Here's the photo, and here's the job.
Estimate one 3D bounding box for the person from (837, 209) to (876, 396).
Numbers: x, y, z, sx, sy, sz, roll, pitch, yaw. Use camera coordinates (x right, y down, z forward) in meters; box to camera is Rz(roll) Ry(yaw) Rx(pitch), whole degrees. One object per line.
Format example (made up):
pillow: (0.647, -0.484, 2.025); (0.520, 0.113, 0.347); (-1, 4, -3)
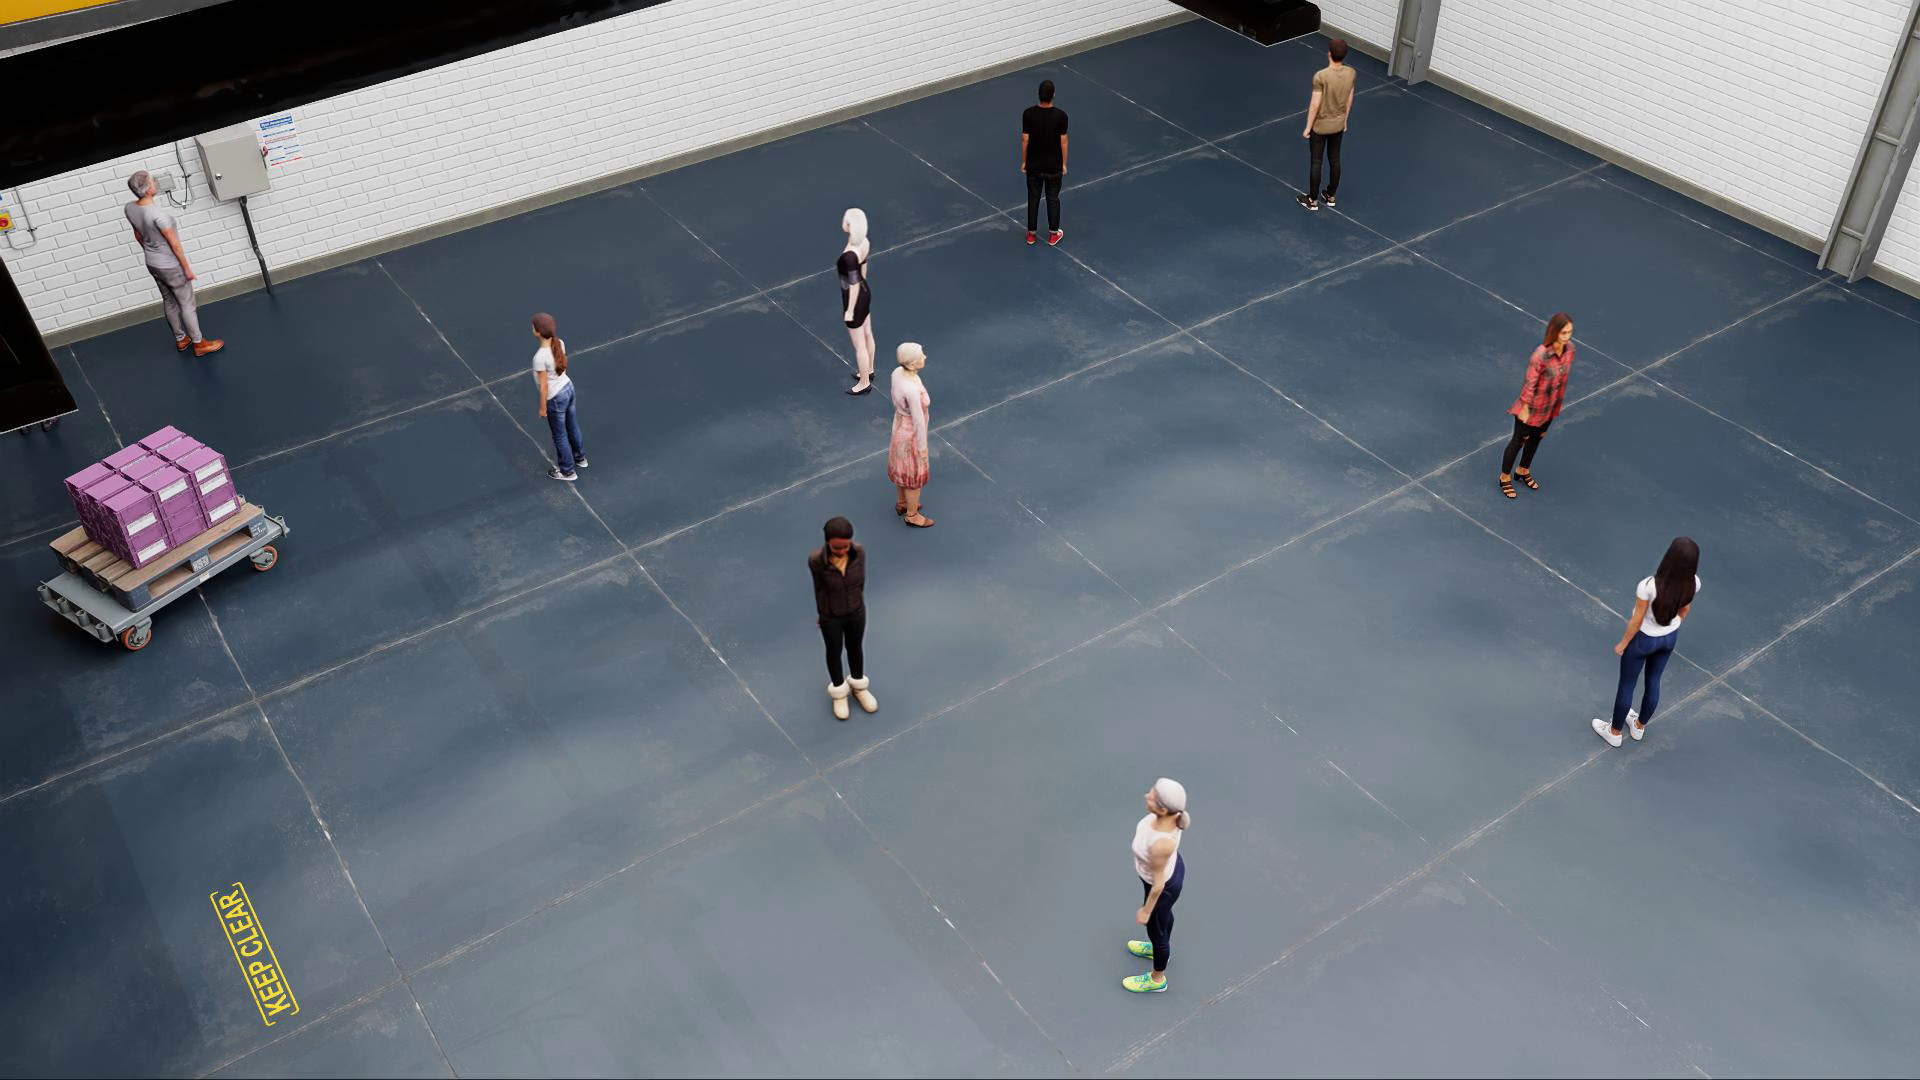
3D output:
person: (-0.910, -2.124, 14.824); (0.684, 1.829, 0.640); (9, 39, 11)

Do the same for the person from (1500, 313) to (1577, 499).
person: (4.766, -1.121, 13.670); (0.636, 1.702, 0.580); (-19, 42, -22)

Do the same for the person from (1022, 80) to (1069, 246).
person: (0.864, -3.871, 17.069); (0.697, 1.757, 0.762); (7, 39, 8)

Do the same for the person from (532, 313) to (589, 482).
person: (-3.372, -1.216, 13.901); (0.658, 1.563, 0.622); (14, 41, 17)

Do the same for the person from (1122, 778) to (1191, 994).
person: (1.178, 2.013, 9.746); (0.731, 1.702, 0.680); (8, 39, 10)

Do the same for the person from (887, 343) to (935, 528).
person: (-0.402, -0.847, 13.336); (0.702, 1.692, 0.562); (-15, 41, -18)

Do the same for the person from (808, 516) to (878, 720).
person: (-0.840, 0.490, 11.686); (0.667, 1.661, 0.607); (-23, 44, -26)

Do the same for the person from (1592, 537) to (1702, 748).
person: (4.716, 0.695, 11.338); (0.656, 1.775, 0.633); (-8, 39, -10)

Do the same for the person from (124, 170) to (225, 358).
person: (-7.326, -2.546, 15.350); (0.676, 1.832, 0.833); (19, 42, 22)

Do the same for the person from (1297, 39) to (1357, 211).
person: (3.910, -4.421, 17.683); (0.720, 1.851, 0.661); (-13, 40, -16)
